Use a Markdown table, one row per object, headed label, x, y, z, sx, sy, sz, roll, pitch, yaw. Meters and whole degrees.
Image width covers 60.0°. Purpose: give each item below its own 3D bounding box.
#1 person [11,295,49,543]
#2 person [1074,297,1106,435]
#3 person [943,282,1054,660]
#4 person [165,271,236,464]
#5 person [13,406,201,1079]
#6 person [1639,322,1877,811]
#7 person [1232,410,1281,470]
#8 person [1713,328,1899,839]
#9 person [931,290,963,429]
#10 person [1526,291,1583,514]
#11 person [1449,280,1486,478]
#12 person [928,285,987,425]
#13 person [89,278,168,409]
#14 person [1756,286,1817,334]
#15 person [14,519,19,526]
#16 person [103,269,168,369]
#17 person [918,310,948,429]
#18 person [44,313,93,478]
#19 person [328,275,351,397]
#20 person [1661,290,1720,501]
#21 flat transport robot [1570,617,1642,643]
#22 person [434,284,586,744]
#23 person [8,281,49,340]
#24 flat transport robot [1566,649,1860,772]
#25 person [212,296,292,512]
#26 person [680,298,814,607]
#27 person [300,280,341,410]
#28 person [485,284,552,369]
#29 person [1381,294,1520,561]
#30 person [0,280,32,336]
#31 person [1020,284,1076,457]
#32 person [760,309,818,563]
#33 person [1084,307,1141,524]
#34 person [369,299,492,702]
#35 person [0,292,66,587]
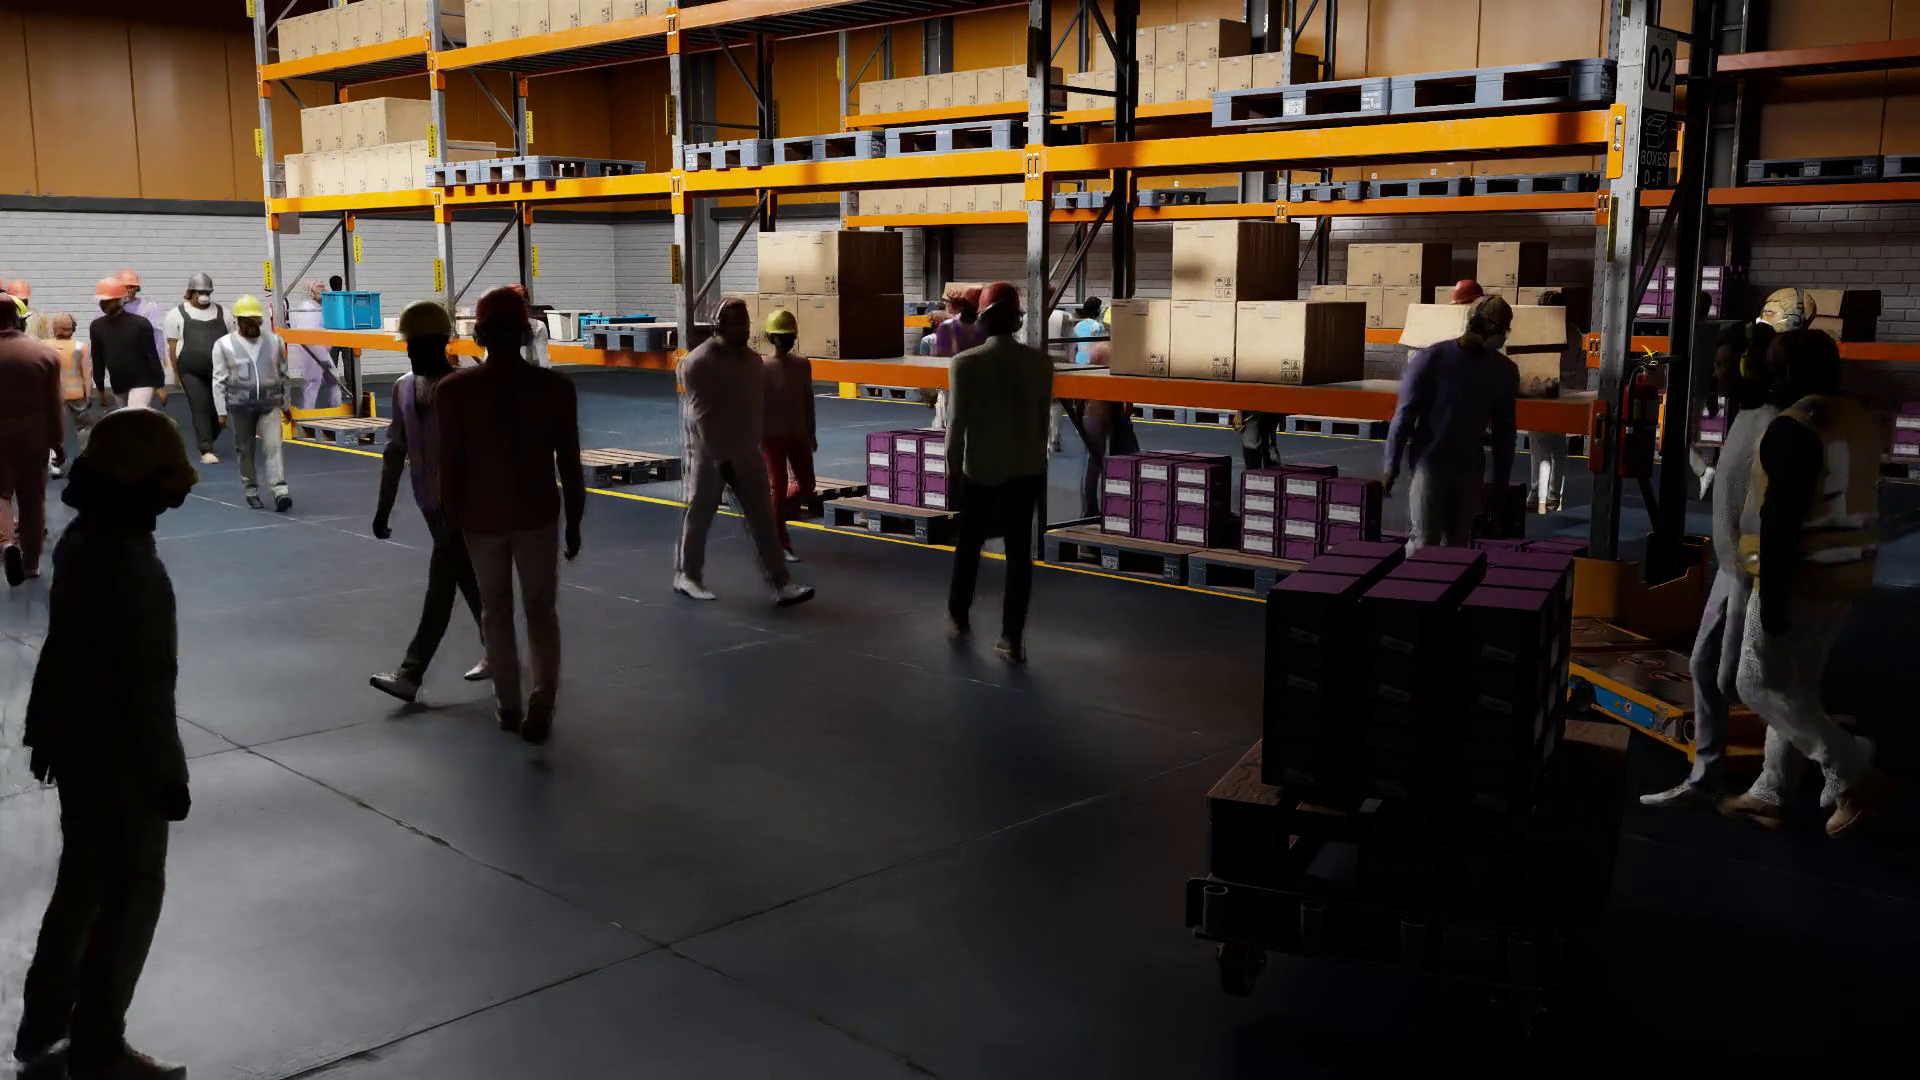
| label | x | y | z | sx | sy | sz | roll | pitch | yaw |
| --- | --- | --- | --- | --- | --- | --- | --- | --- | --- |
| person | -6.997 | -0.898 | 12.354 | 0.403 | 1.833 | 0.586 | -5 | 11 | -29 |
| person | 1.573 | -2.085 | 20.068 | 0.321 | 1.694 | 0.534 | -7 | 12 | -37 |
| person | 0.180 | -0.391 | 8.892 | 0.611 | 1.937 | 1.013 | -2 | 9 | -12 |
| person | -7.962 | -1.842 | 17.504 | 0.680 | 2.000 | 0.811 | -7 | 12 | -37 |
| person | -2.099 | 0.515 | 4.093 | 0.593 | 1.699 | 0.438 | 9 | 13 | 44 |
| person | 2.951 | 0.124 | 6.093 | 0.681 | 1.842 | 0.520 | 2 | 9 | 12 |
| person | 2.367 | -1.040 | 13.194 | 0.517 | 1.842 | 0.325 | -8 | 12 | -39 |
| person | 3.040 | 0.171 | 5.860 | 0.667 | 1.814 | 0.580 | -8 | 12 | -40 |
| person | -0.015 | -1.897 | 18.611 | 1.004 | 1.790 | 0.593 | 4 | 10 | 22 |
| person | 4.863 | -1.139 | 13.805 | 0.626 | 1.844 | 0.429 | -8 | 12 | -40 |
| person | 4.278 | -1.216 | 14.013 | 0.385 | 1.928 | 0.547 | 2 | 9 | 9 |
| person | 0.069 | -1.350 | 14.997 | 0.572 | 1.870 | 0.869 | -6 | 11 | -32 |
| person | -7.595 | -1.391 | 15.086 | 0.652 | 1.936 | 0.851 | 2 | 9 | 13 |
| person | 3.992 | -0.263 | 8.139 | 0.372 | 1.940 | 0.631 | 2 | 10 | 14 |
| person | -7.538 | -0.910 | 12.841 | 0.322 | 1.697 | 0.531 | 0 | 9 | -3 |
| person | -9.807 | -2.202 | 19.821 | 0.630 | 2.008 | 0.926 | -6 | 11 | -33 |
| person | -0.188 | -1.667 | 17.831 | 0.525 | 1.581 | 0.916 | -6 | 11 | -34 |
| person | -8.721 | -1.411 | 16.241 | 0.516 | 1.593 | 0.892 | -2 | 10 | -13 |
| person | -9.805 | -3.210 | 26.262 | 0.593 | 1.922 | 0.392 | 0 | 9 | 0 |
| person | 6.364 | -1.242 | 14.419 | 0.536 | 1.852 | 0.704 | -3 | 10 | -15 |
| flat transport robot | 2.754 | 0.553 | 8.234 | 1.431 | 0.197 | 0.652 | -2 | 9 | -10 |
| person | -1.899 | -0.100 | 7.081 | 0.617 | 1.967 | 0.808 | -3 | 10 | -17 |
| person | -10.427 | -1.937 | 18.567 | 0.570 | 1.886 | 0.766 | -9 | 13 | -43 |
| flat transport robot | 3.187 | 0.710 | 7.273 | 0.652 | 0.197 | 1.431 | -2 | 9 | -10 |
| person | -5.833 | -1.111 | 13.774 | 0.622 | 1.788 | 0.919 | -6 | 11 | -32 |
| person | -1.358 | -0.508 | 9.932 | 1.038 | 1.845 | 0.636 | 9 | 13 | 44 |
| person | -8.012 | -2.336 | 21.050 | 0.810 | 1.868 | 0.661 | -2 | 10 | -15 |
| person | -3.937 | -1.335 | 14.878 | 0.583 | 1.882 | 0.337 | 0 | 9 | 2 |
| person | 2.578 | -0.339 | 8.752 | 0.669 | 1.893 | 0.589 | -3 | 10 | -16 |
| person | -9.008 | -1.513 | 15.638 | 0.612 | 2.006 | 1.018 | -7 | 12 | -37 |
| person | 0.935 | -1.840 | 18.029 | 0.603 | 1.866 | 0.571 | -2 | 9 | -10 |
| person | -1.245 | -0.726 | 11.549 | 0.537 | 1.750 | 0.440 | -9 | 13 | -43 |
| person | 1.225 | -0.973 | 13.090 | 0.619 | 1.744 | 0.528 | 9 | 13 | 43 |
| person | -2.499 | -0.193 | 7.893 | 0.609 | 1.868 | 0.991 | 5 | 11 | 30 |
| person | -6.070 | -0.641 | 10.636 | 0.650 | 1.884 | 0.787 | -6 | 11 | -34 |
